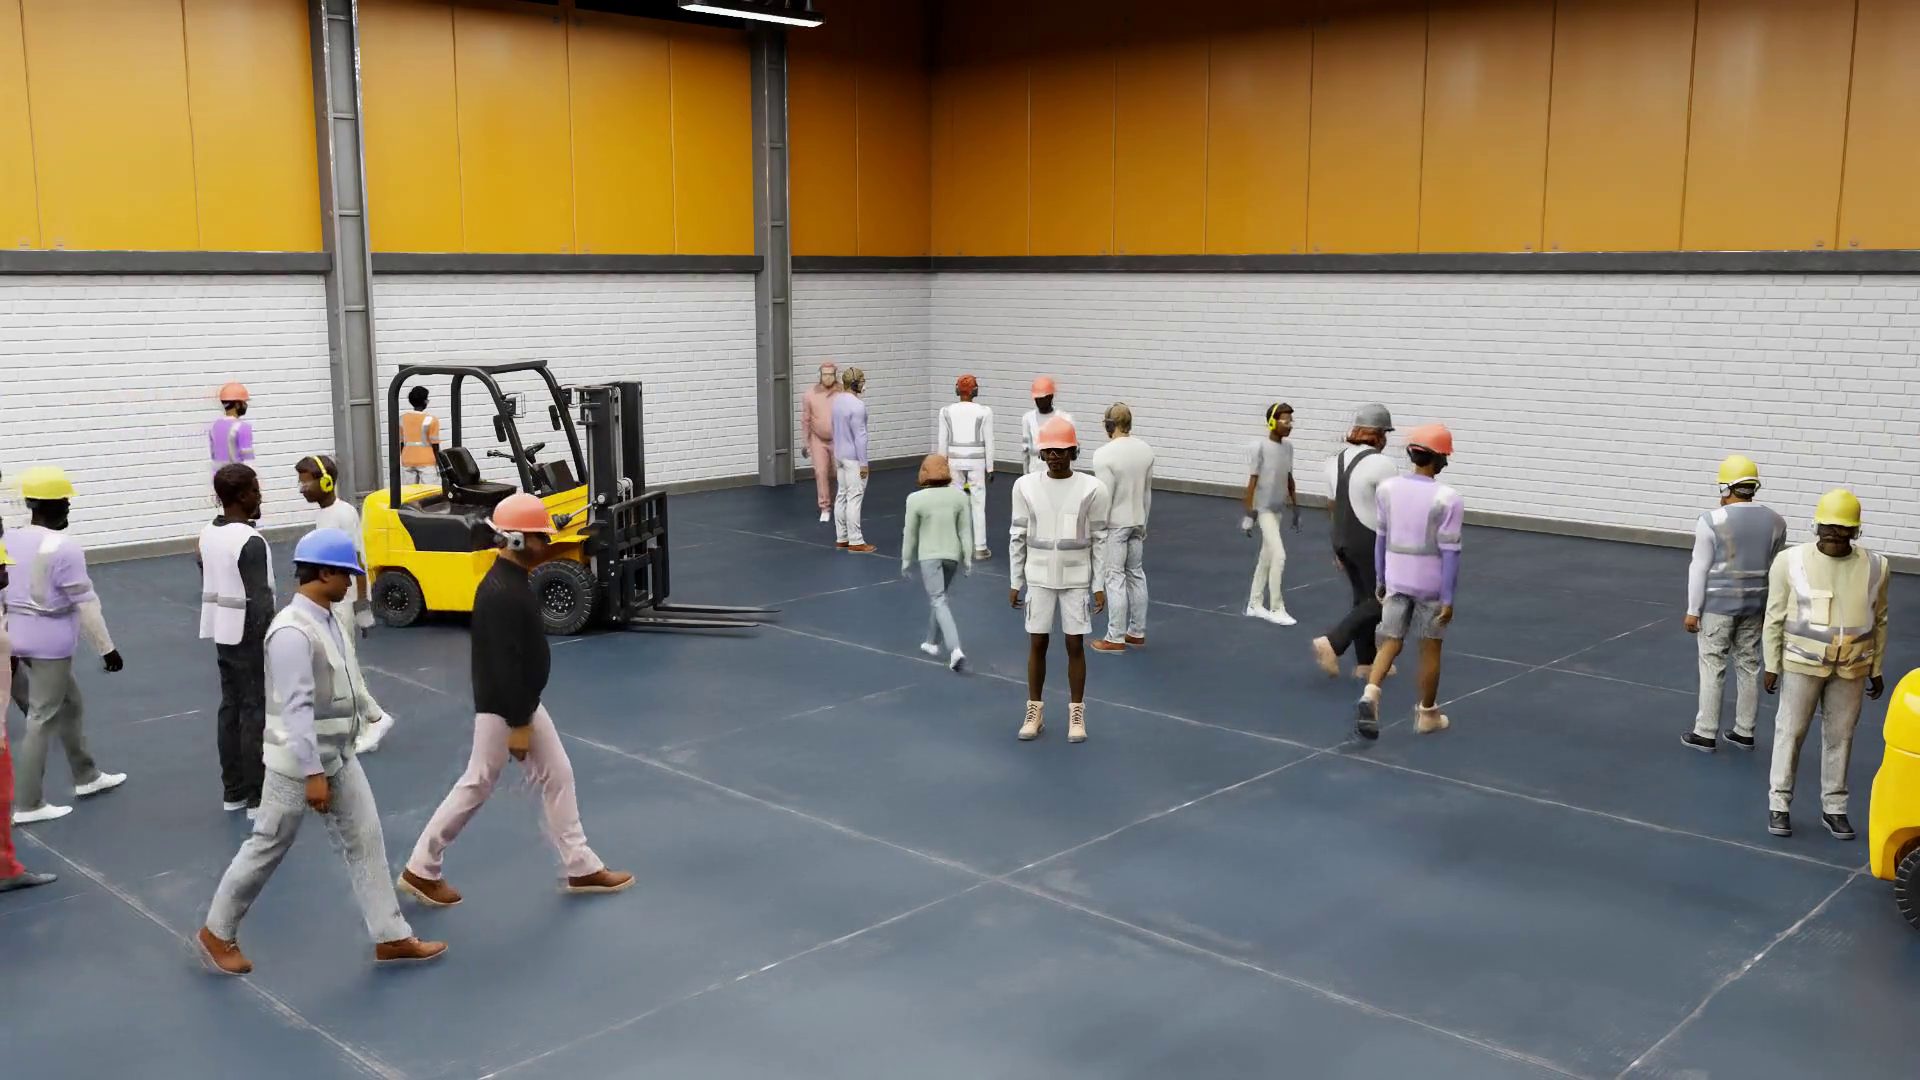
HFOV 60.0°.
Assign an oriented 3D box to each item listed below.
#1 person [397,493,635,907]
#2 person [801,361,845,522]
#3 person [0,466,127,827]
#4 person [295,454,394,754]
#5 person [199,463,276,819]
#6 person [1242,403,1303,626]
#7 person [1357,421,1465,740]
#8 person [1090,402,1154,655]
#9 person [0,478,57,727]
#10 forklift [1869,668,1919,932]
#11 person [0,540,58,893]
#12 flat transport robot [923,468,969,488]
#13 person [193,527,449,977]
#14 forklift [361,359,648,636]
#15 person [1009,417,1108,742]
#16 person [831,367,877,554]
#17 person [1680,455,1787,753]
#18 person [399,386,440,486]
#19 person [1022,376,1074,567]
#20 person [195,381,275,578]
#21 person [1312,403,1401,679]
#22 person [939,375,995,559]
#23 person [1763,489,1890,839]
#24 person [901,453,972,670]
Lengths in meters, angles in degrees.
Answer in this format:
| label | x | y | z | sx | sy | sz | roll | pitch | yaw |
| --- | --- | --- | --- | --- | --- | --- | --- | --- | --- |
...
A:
| label | x | y | z | sx | sy | sz | roll | pitch | yaw |
| --- | --- | --- | --- | --- | --- | --- | --- | --- | --- |
| person | -2.126 | 0.746 | 7.689 | 1.065 | 1.938 | 0.638 | -1 | 9 | -8 |
| person | -1.535 | -1.167 | 19.559 | 0.662 | 1.888 | 0.569 | 0 | 9 | 0 |
| person | -4.844 | 0.547 | 9.015 | 0.598 | 1.895 | 0.858 | 6 | 11 | 31 |
| person | -3.736 | 0.403 | 10.026 | 0.398 | 1.844 | 0.567 | -7 | 11 | -35 |
| person | -3.856 | 0.542 | 8.954 | 0.593 | 1.922 | 0.391 | 8 | 12 | 40 |
| person | 2.666 | -0.209 | 13.824 | 0.541 | 1.840 | 0.753 | -9 | 13 | -44 |
| person | 2.805 | 0.270 | 10.349 | 0.622 | 2.019 | 0.830 | 8 | 12 | 42 |
| person | 1.233 | -0.088 | 12.770 | 0.352 | 1.936 | 0.635 | 9 | 13 | 44 |
| person | -6.049 | 0.338 | 10.530 | 0.879 | 1.810 | 0.545 | -1 | 9 | -7 |
| forklift | 5.205 | 0.723 | 7.013 | 2.313 | 2.155 | 1.214 | 9 | 13 | 43 |
| person | -4.608 | 0.837 | 7.653 | 0.638 | 1.749 | 0.531 | -8 | 12 | -39 |
| flat transport robot | -0.105 | -0.894 | 22.806 | 0.652 | 0.197 | 1.431 | 1 | 9 | 5 |
| person | -2.754 | 0.893 | 6.955 | 1.031 | 1.879 | 0.647 | 0 | 9 | 3 |
| forklift | -3.850 | -0.407 | 13.936 | 2.313 | 2.155 | 1.214 | 2 | 9 | 11 |
| person | 0.608 | 0.250 | 10.373 | 0.615 | 2.043 | 0.373 | 2 | 9 | 10 |
| person | -1.118 | -0.827 | 17.295 | 0.368 | 1.939 | 0.632 | -5 | 11 | -29 |
| person | 4.718 | 0.392 | 10.181 | 0.591 | 1.826 | 0.403 | -2 | 9 | -11 |
| person | -5.861 | -0.824 | 18.040 | 0.523 | 1.691 | 0.320 | 3 | 10 | 17 |
| person | 0.834 | -0.638 | 16.199 | 0.562 | 1.910 | 0.647 | 4 | 10 | 21 |
| person | -6.770 | -0.508 | 15.418 | 0.560 | 1.916 | 0.725 | 7 | 12 | 37 |
| person | 2.855 | 0.012 | 11.840 | 0.710 | 2.000 | 0.691 | -3 | 10 | -17 |
| person | 0.072 | -0.738 | 16.919 | 0.573 | 1.883 | 0.359 | 2 | 10 | 13 |
| person | 4.484 | 0.641 | 8.622 | 0.602 | 1.828 | 0.404 | 2 | 9 | 10 |
| person | -0.143 | 0.146 | 12.404 | 0.506 | 1.585 | 0.891 | -5 | 10 | -26 |
